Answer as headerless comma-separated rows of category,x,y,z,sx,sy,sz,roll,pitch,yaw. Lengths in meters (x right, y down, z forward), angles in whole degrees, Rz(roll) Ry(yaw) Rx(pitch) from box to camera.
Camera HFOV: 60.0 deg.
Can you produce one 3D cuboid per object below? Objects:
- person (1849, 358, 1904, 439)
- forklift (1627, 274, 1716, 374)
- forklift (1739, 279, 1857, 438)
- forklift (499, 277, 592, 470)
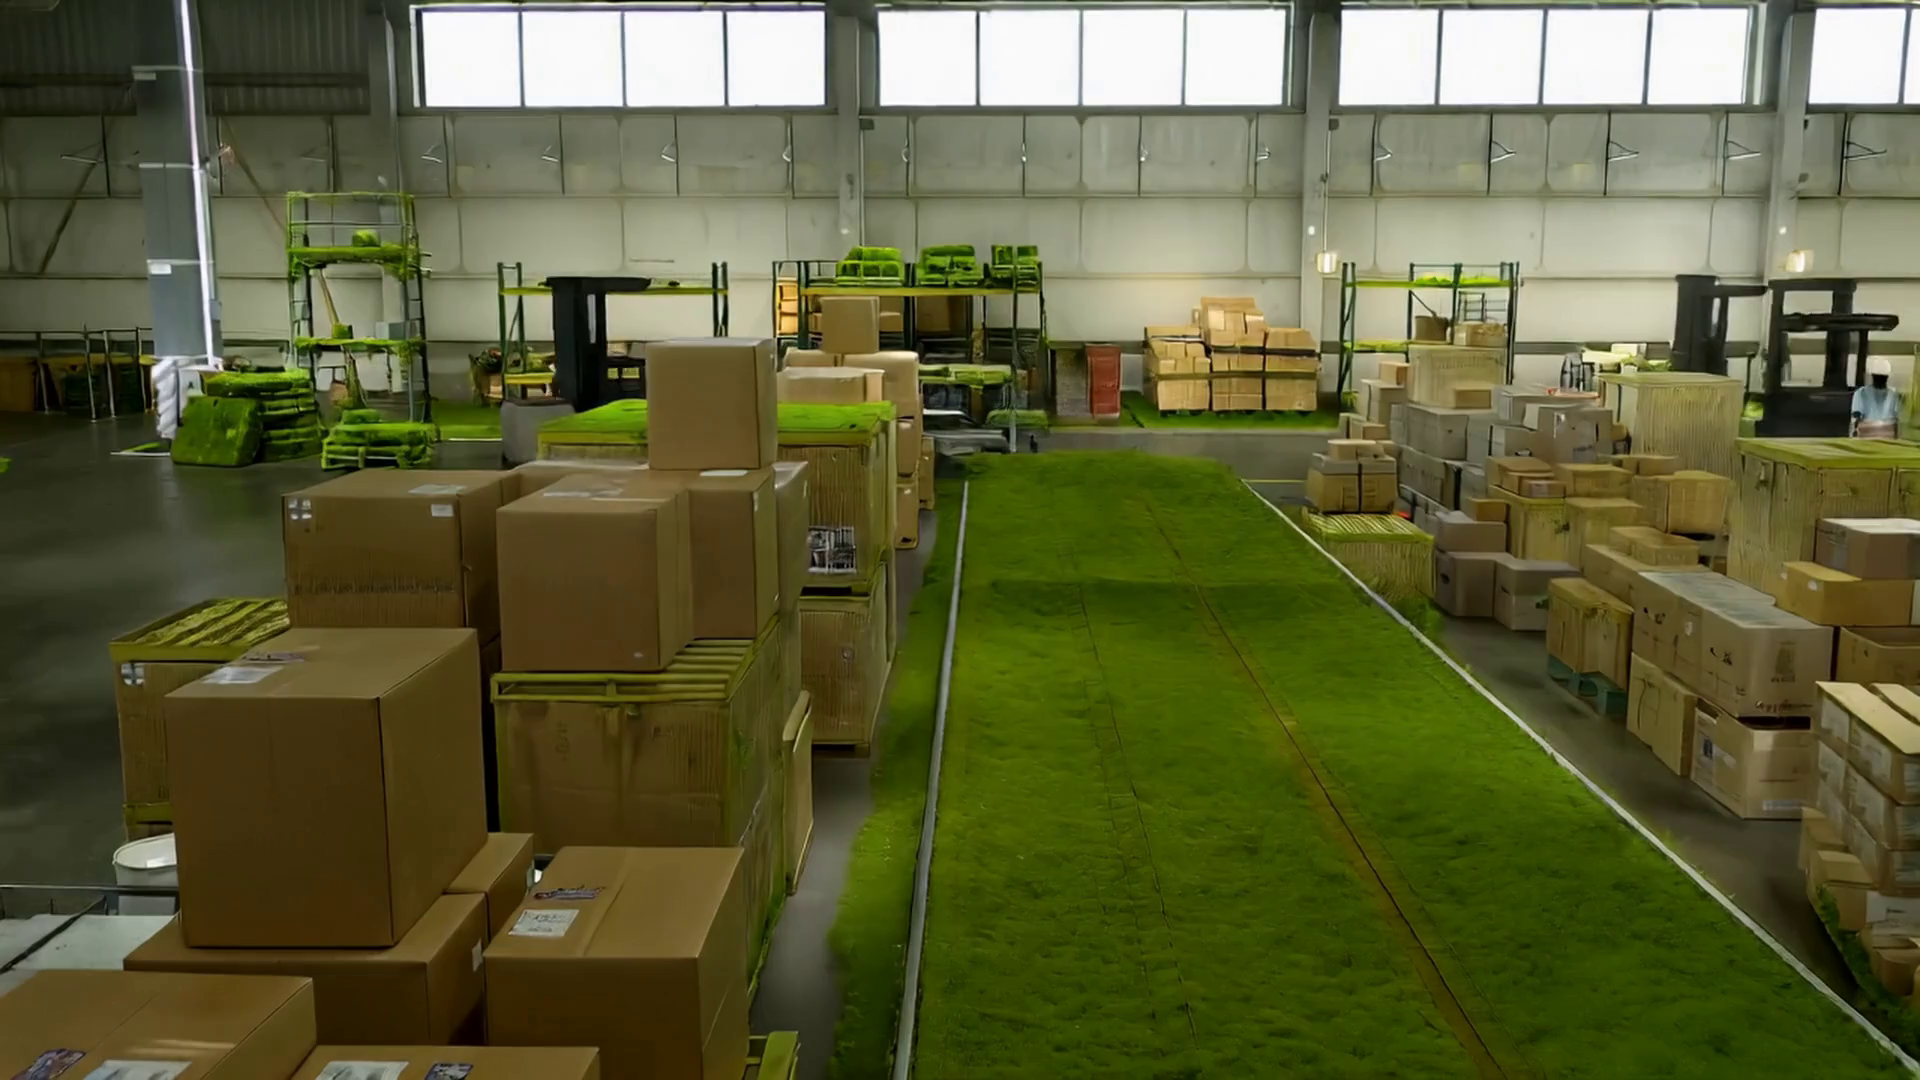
person,10.629,-1.146,19.319,0.551,1.936,0.356,3,10,16
forklift,12.836,-3.275,29.252,1.873,2.768,1.129,0,9,1
forklift,10.328,-1.795,20.387,1.129,2.768,1.873,0,9,0
forklift,-5.470,-2.296,23.386,1.873,2.768,1.129,-5,11,-27
